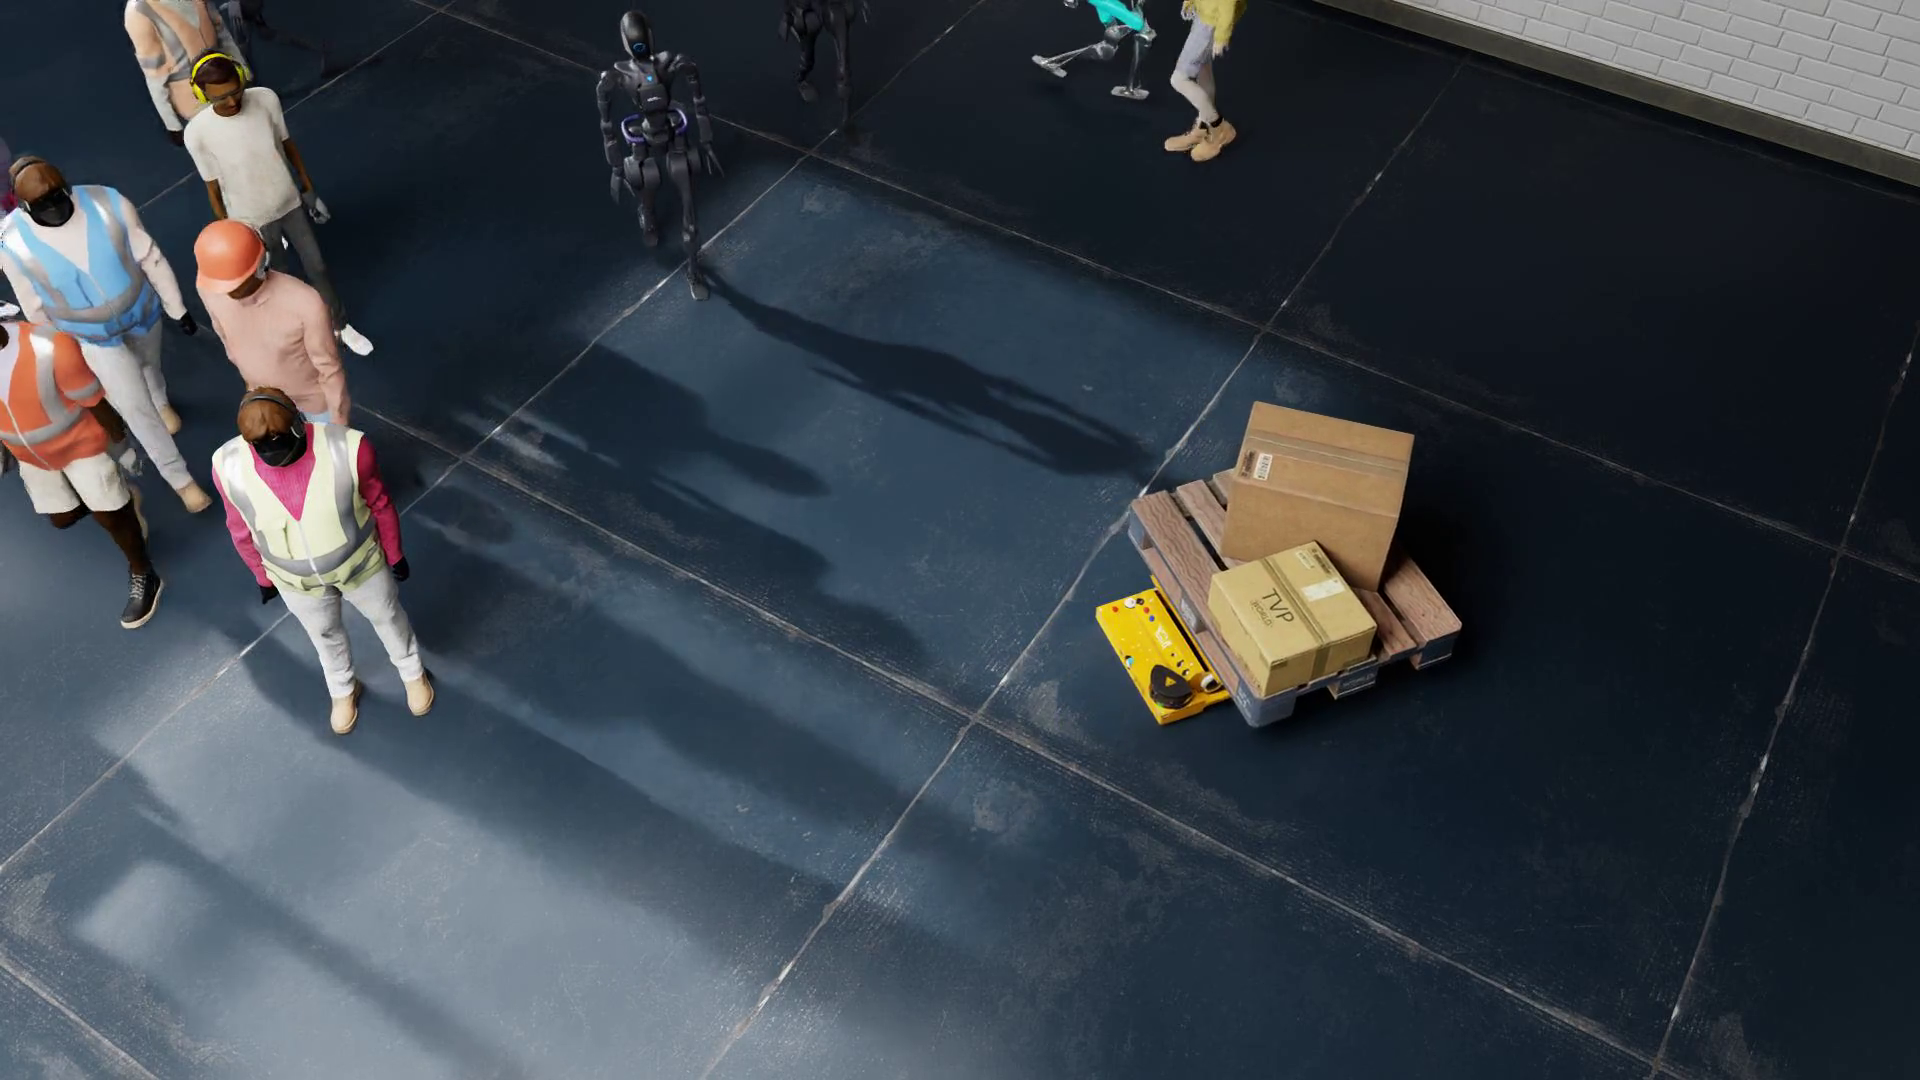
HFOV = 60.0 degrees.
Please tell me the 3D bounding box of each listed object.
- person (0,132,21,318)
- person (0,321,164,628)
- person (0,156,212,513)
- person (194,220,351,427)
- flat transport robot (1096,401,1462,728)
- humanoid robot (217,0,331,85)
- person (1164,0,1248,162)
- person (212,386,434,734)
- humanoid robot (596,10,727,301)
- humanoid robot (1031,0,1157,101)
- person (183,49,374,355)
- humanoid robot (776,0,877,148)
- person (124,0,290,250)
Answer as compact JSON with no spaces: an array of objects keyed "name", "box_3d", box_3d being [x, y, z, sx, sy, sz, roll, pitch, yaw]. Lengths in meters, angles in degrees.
[{"name":"person","box_3d":[-4.961,-1.798,8.505,0.809,1.590,0.497,2,49,2]},{"name":"person","box_3d":[-3.852,-0.463,7.112,0.645,1.938,0.594,-2,49,-2]},{"name":"person","box_3d":[-3.904,-1.012,7.688,0.631,1.792,0.967,-34,57,-26]},{"name":"person","box_3d":[-2.916,-0.564,7.186,0.627,1.955,0.823,10,50,9]},{"name":"flat transport robot","box_3d":[1.402,0.324,7.532,1.431,0.231,0.659,-17,51,-15]},{"name":"humanoid robot","box_3d":[-4.204,-3.340,9.818,0.673,1.634,0.593,-20,52,-16]},{"name":"person","box_3d":[1.397,-2.962,9.341,0.441,1.878,0.490,-3,49,-2]},{"name":"person","box_3d":[-2.536,0.095,6.689,0.620,1.845,0.430,-11,50,-10]},{"name":"humanoid robot","box_3d":[-1.563,-2.056,8.690,0.614,1.640,0.637,-16,51,-14]},{"name":"humanoid robot","box_3d":[0.911,-3.327,9.766,1.039,1.742,0.561,25,54,21]},{"name":"person","box_3d":[-3.357,-1.587,8.152,0.354,1.856,0.521,34,57,26]},{"name":"humanoid robot","box_3d":[-0.807,-3.154,9.675,0.603,1.623,0.776,-17,51,-14]},{"name":"person","box_3d":[-3.929,-2.372,8.796,0.572,1.908,0.599,7,49,6]}]
